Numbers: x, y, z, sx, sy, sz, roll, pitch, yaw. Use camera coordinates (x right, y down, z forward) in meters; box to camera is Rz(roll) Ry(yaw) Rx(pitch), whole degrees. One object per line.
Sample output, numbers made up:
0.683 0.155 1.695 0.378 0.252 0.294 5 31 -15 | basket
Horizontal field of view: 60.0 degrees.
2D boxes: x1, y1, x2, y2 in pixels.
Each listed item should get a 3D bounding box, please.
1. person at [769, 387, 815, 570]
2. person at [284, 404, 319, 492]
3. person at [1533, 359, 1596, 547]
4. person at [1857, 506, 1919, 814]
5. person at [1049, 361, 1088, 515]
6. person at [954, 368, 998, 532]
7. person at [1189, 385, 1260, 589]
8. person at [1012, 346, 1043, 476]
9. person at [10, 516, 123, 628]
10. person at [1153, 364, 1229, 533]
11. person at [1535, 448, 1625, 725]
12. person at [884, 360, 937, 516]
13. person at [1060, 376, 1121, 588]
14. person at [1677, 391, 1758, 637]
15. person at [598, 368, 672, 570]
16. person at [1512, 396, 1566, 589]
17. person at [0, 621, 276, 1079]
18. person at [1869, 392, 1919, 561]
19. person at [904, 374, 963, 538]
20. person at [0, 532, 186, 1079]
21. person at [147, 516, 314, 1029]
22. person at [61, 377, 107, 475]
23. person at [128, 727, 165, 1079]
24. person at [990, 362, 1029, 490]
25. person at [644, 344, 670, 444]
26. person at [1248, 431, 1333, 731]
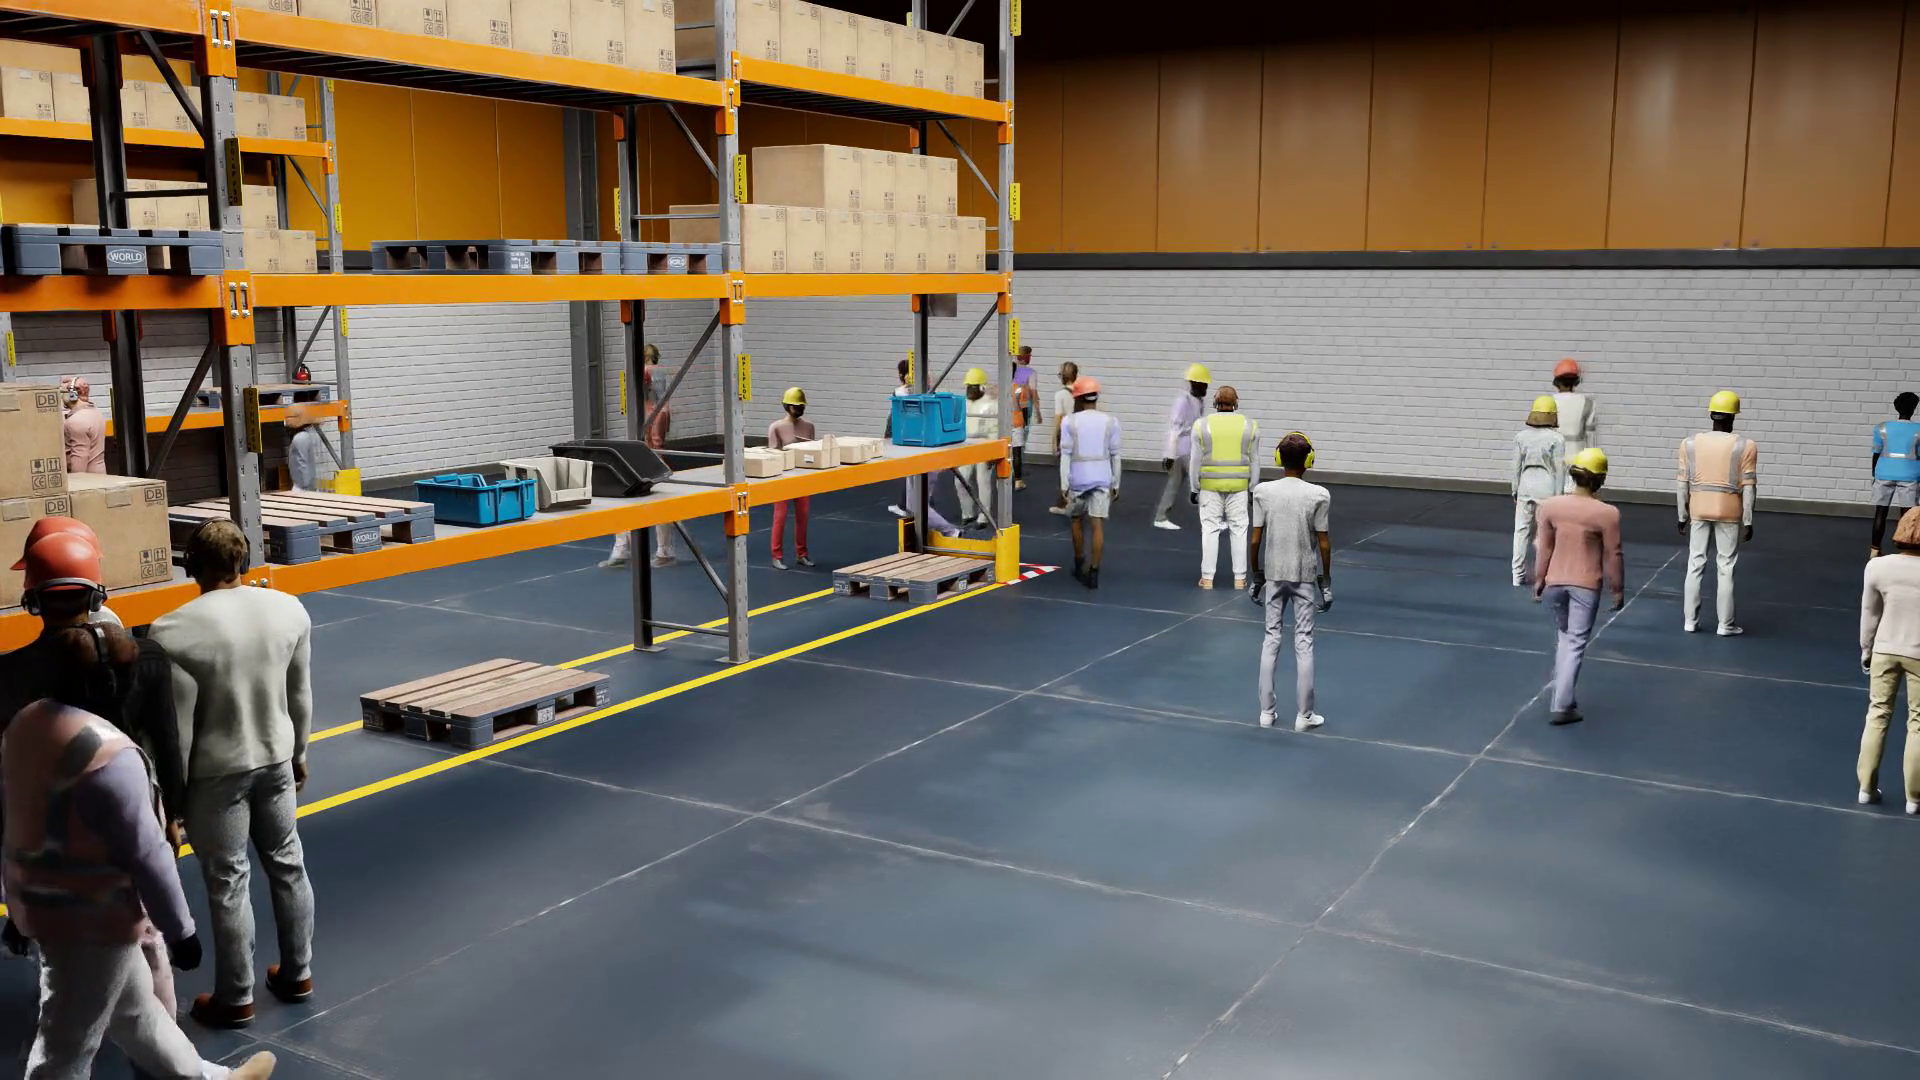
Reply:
-1.595 -0.592 16.006 0.533 1.760 0.343 -7 12 -38 | person
-6.315 -0.526 16.088 0.853 1.595 0.509 -2 9 -13 | person
6.068 -0.817 16.718 0.622 1.987 1.081 1 9 5 | person
5.013 0.628 8.800 0.281 1.625 0.493 -7 11 -37 | person
1.291 -1.164 19.355 0.531 1.826 0.741 -8 12 -39 | person
0.170 -0.981 18.286 0.623 1.814 0.482 8 12 40 | person
2.376 -0.470 14.975 0.633 1.841 0.429 0 9 2 | person
0.893 -1.809 23.366 0.498 1.825 0.577 -7 12 -38 | person
-3.335 0.868 6.321 0.356 1.937 0.552 -9 12 -43 | person
2.553 -0.979 18.116 1.066 1.851 0.633 5 10 27 | person
3.953 0.286 10.554 0.653 1.742 0.547 -7 12 -39 | person
-0.549 -1.134 19.091 0.967 1.862 0.589 8 12 42 | person
1.178 -0.544 15.247 0.577 1.895 0.844 -1 9 -4 | person
5.929 -0.204 13.045 0.585 1.928 0.369 8 12 40 | person
-3.100 -0.664 15.807 0.627 1.957 0.863 8 12 41 | person
5.243 -0.434 15.061 0.492 1.740 0.325 9 13 44 | person
-2.566 1.130 5.125 0.636 1.795 0.938 8 12 42 | person
9.199 -0.605 16.295 0.530 1.689 0.321 7 11 36 | person
-0.287 -0.709 16.361 0.629 1.876 0.694 3 10 18 | person
-2.915 0.963 5.555 0.611 1.995 0.375 -7 12 -38 | person
-2.738 0.872 6.293 0.374 1.941 0.627 7 11 36 | person
-7.989 -0.529 15.143 0.409 1.909 0.641 -2 9 -13 | person
-2.950 1.129 5.640 0.498 1.633 0.285 -2 9 -13 | person
0.652 -1.505 21.879 0.535 1.699 0.318 3 10 18 | person
-3.978 -1.560 21.476 0.631 1.940 0.372 7 11 37 | person
2.061 0.257 10.359 0.532 1.867 0.316 4 10 25 | person
